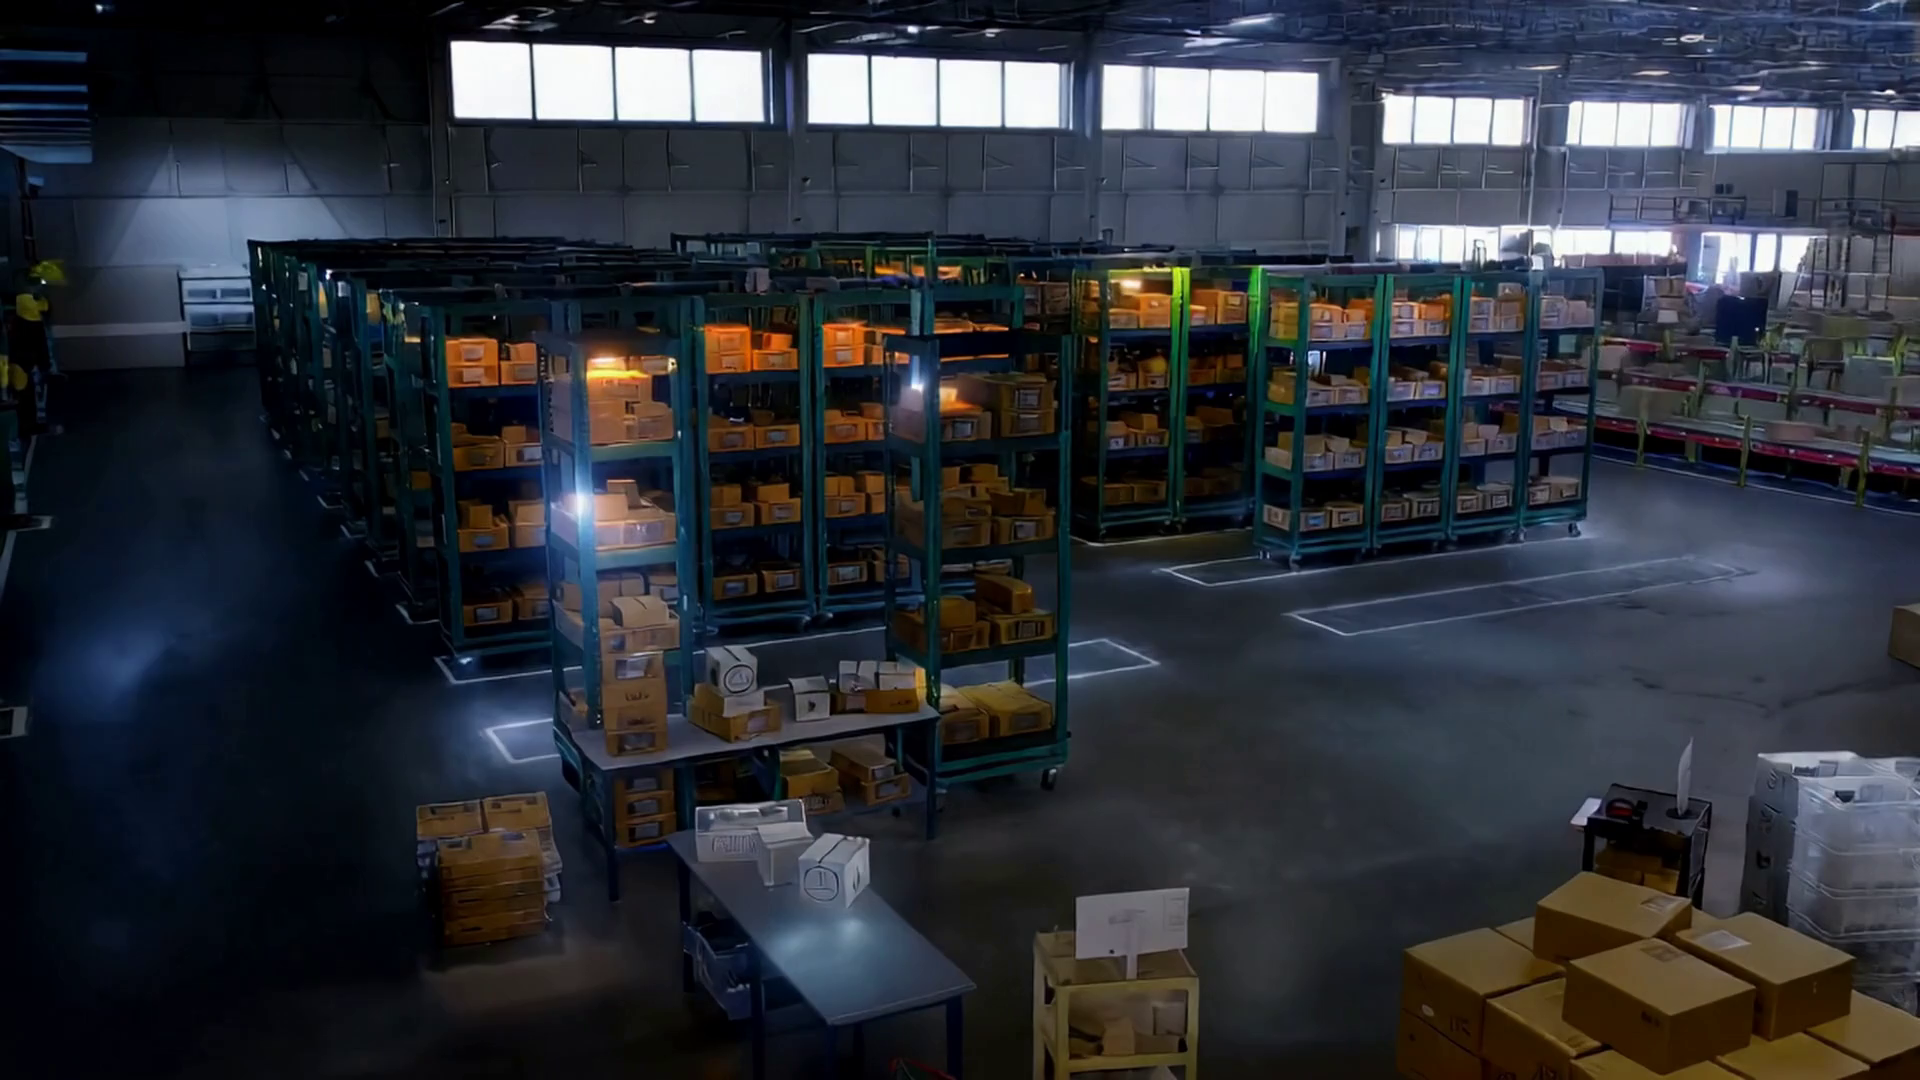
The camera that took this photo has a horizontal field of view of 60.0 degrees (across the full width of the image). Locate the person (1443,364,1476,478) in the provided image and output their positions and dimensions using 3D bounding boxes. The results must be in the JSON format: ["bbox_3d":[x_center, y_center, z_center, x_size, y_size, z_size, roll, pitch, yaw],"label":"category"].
[{"bbox_3d":[8.033,-1.907,26.763,0.649,1.890,0.565,-5,13,-20],"label":"person"}]

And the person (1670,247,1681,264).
[{"bbox_3d":[33.059,-12.623,76.915,0.606,1.874,0.551,-6,13,-26],"label":"person"}]

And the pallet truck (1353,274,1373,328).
[{"bbox_3d":[13.011,-8.050,55.243,0.823,1.965,1.885,-7,14,-28],"label":"pallet truck"}]
